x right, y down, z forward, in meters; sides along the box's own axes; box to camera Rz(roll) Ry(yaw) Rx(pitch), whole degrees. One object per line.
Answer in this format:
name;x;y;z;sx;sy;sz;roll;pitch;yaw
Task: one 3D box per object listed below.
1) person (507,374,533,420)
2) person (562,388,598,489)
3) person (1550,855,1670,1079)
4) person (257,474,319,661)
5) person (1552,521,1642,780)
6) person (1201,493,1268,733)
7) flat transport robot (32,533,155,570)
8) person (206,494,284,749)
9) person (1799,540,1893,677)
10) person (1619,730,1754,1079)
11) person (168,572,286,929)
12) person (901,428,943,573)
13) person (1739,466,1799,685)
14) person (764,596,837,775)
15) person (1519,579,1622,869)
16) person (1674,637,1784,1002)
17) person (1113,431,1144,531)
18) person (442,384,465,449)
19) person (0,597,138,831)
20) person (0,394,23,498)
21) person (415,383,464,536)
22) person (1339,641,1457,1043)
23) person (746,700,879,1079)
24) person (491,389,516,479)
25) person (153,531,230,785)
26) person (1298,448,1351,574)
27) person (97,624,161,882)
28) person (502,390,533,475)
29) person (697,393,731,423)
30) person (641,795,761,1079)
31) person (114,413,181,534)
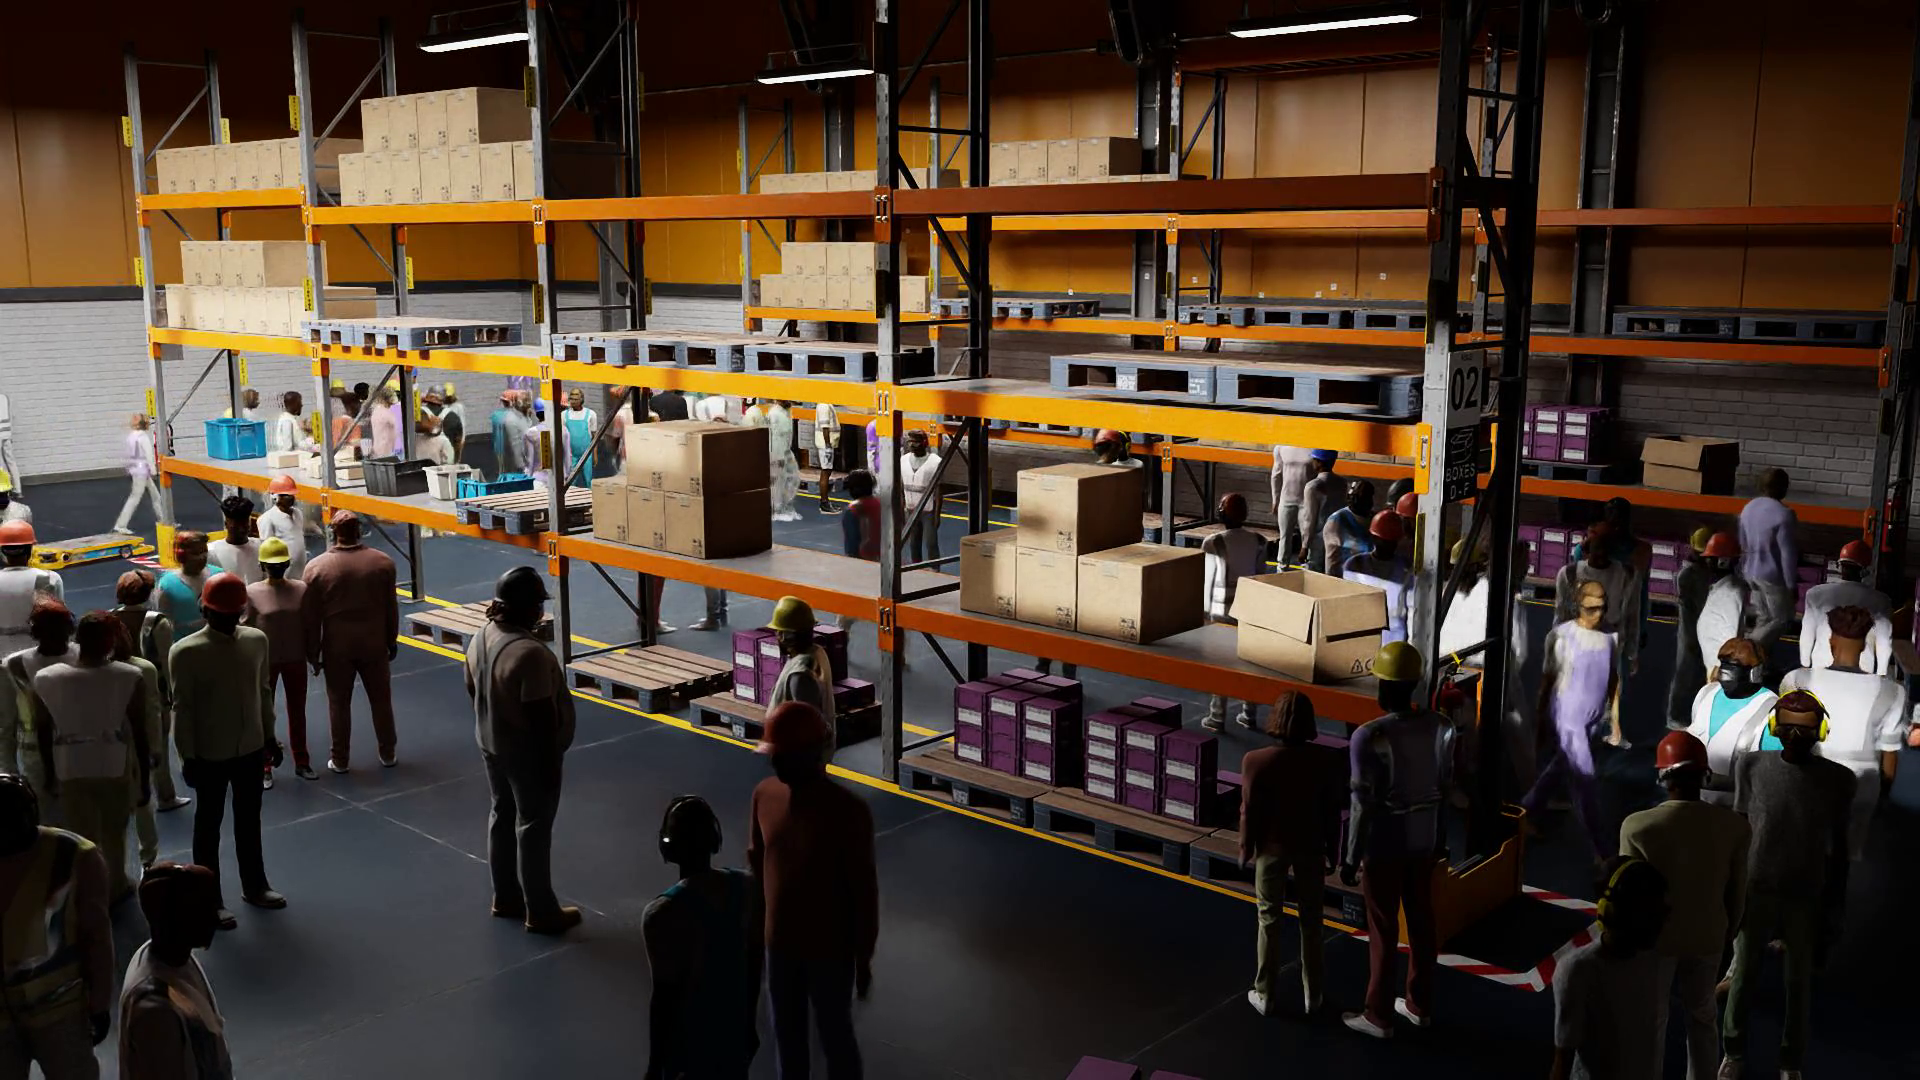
person;-7.681;-2.333;28.937;0.611;2.029;0.409;7;12;35
person;-5.237;-1.172;22.887;0.524;1.844;0.346;0;10;0
person;2.089;1.910;5.389;0.534;1.864;0.310;-7;12;-35
person;-6.030;0.276;14.944;0.329;1.751;0.566;2;10;12
person;4.526;0.760;11.883;0.597;1.866;0.603;2;10;12
person;2.121;0.566;12.968;0.578;1.876;0.361;-3;11;-19
flat transport robot;-10.527;0.124;19.990;0.652;0.197;1.431;5;11;26
person;-5.323;0.634;12.339;0.602;1.958;0.369;-9;14;-43
person;6.177;0.864;11.613;0.574;1.749;0.337;8;13;37
person;3.044;1.668;7.098;0.562;1.742;0.337;0;10;-1
person;-4.089;1.154;9.328;0.393;1.985;0.611;6;12;32
person;-0.408;-0.305;18.014;0.560;1.837;0.387;6;12;32
person;6.883;0.326;14.173;0.645;1.927;0.652;-2;10;-10
person;-0.902;1.214;9.424;0.404;1.829;0.591;0;10;0
person;3.786;1.094;10.250;0.538;1.793;0.958;-5;11;-25
person;3.871;1.388;8.399;0.429;1.846;0.627;-3;11;-19
person;1.709;-0.231;17.538;0.523;1.856;0.348;8;13;38
person;-7.770;-1.519;25.256;0.497;1.679;0.929;-2;10;-14
person;-4.950;1.229;9.254;0.828;1.848;0.606;9;13;40
person;-14.356;-1.520;24.787;0.371;1.872;0.591;3;10;14
person;-6.858;-1.078;21.788;0.719;2.000;0.613;-5;11;-25
person;2.069;1.429;7.927;0.585;1.928;0.379;-4;11;-24
person;-0.620;1.612;6.721;0.623;1.991;0.396;6;12;32
person;-6.432;-1.283;23.799;0.575;1.737;0.354;6;11;28
person;-5.258;0.835;11.574;0.612;1.819;0.608;5;11;26
person;3.462;0.020;15.830;0.611;1.950;0.377;-8;13;-40
person;-4.983;1.239;9.836;0.497;1.633;0.279;-2;10;-9
person;-5.809;-1.040;22.027;0.598;1.889;0.639;2;10;12
person;-3.606;-1.481;24.620;0.586;1.851;0.934;-7;12;-35
person;-0.927;1.813;6.000;0.332;1.842;0.508;9;13;41
person;-10.810;-0.881;21.948;0.873;1.590;0.522;-9;13;-41
